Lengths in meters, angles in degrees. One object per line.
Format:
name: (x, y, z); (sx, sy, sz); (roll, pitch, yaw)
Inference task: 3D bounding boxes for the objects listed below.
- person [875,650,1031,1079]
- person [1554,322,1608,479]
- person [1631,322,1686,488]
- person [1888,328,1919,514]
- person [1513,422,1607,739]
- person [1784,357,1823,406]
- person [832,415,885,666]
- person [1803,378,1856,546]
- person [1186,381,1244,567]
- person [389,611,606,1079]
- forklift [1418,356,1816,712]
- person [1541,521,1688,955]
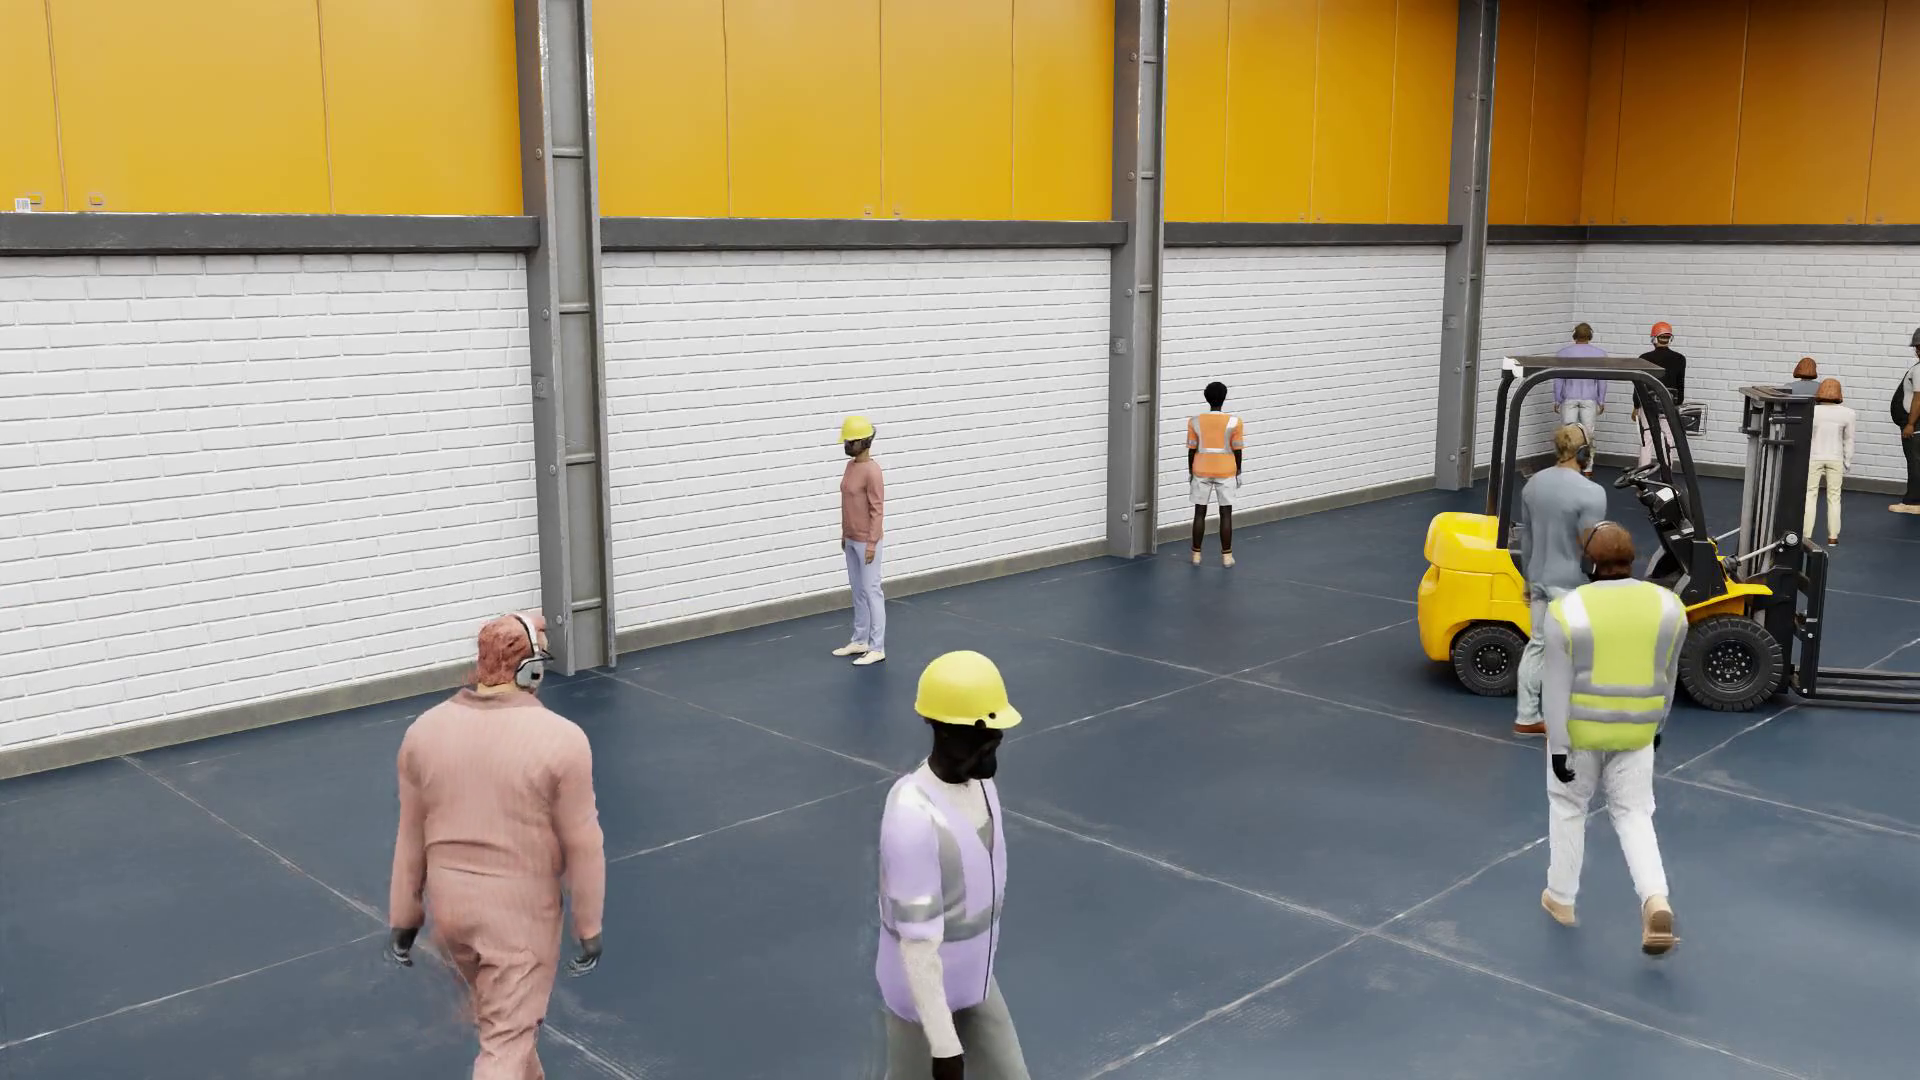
person: (0.065, 1.237, 4.597); (0.903, 1.884, 0.607); (5, 11, 24)
person: (7.670, -1.720, 20.603); (0.632, 1.940, 0.372); (4, 11, 22)
person: (8.302, -1.598, 19.814); (0.619, 1.987, 0.400); (-1, 10, -8)
person: (10.421, -1.313, 18.106); (0.674, 2.000, 0.535); (-8, 13, -38)
person: (3.528, 0.275, 9.746); (0.363, 1.933, 0.632); (-3, 11, -18)
person: (9.548, -1.251, 18.878); (0.500, 1.633, 0.279); (1, 10, 7)
person: (-0.708, -0.004, 11.723); (0.315, 1.766, 0.523); (-6, 12, -28)
person: (8.390, -0.753, 16.163); (0.502, 1.632, 0.277); (4, 11, 19)
person: (2.320, -0.597, 15.168); (0.534, 1.695, 0.320); (4, 11, 20)
person: (-1.455, 1.160, 5.154); (0.693, 1.855, 0.988); (3, 11, 18)
forklift: (4.276, -0.101, 11.076); (2.313, 2.155, 1.214); (2, 11, 13)
person: (2.748, 0.830, 7.024); (0.619, 1.821, 0.764); (0, 10, 1)
